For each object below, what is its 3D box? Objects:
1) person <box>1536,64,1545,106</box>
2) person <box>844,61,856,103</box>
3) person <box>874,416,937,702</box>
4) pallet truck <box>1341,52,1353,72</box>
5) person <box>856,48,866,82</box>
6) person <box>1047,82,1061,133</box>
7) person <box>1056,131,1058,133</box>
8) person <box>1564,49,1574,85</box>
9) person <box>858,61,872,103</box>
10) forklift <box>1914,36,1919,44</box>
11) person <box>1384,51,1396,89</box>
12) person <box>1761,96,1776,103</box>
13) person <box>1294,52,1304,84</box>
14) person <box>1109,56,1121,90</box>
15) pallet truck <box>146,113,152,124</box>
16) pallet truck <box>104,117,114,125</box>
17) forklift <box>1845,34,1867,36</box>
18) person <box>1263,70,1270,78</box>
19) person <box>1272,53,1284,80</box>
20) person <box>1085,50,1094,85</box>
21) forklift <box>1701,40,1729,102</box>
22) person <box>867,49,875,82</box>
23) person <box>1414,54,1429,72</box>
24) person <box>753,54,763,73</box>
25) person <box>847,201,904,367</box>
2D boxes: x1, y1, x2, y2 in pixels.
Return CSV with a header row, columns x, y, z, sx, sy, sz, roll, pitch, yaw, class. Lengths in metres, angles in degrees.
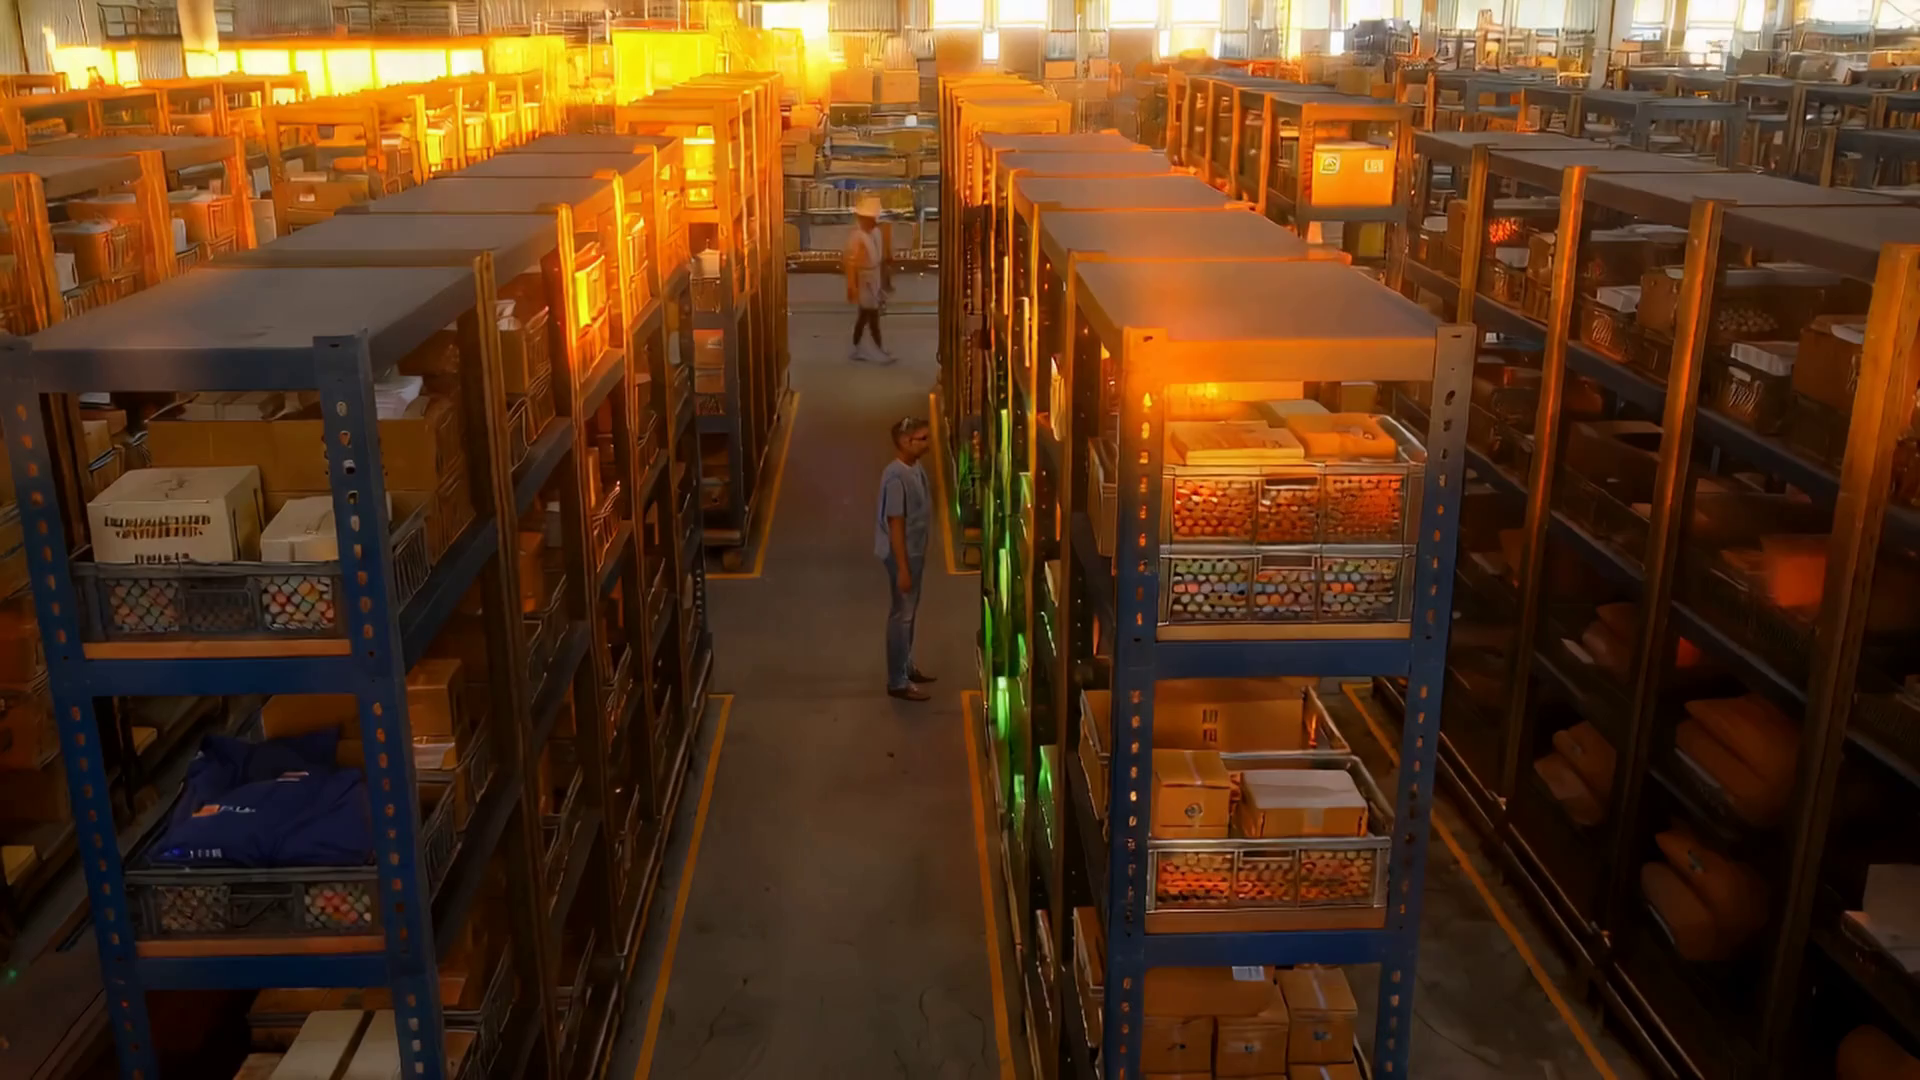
x,y,z,sx,sy,sz,roll,pitch,yaw,class
24.098,-18.861,69.273,0.512,1.859,0.321,-10,20,-28,person
-4.734,-19.640,71.620,0.559,1.903,0.959,-10,21,-29,person
-0.350,0.105,10.594,0.380,1.845,0.570,2,18,7,person
18.794,-23.123,82.231,0.823,1.965,1.885,-13,22,-35,pallet truck
-5.520,-26.739,93.654,0.939,1.864,0.612,-9,20,-27,person
2.827,-13.024,50.992,0.615,1.988,0.400,-8,20,-24,person
2.025,-8.278,36.913,0.536,1.608,0.389,-2,18,-6,person
33.033,-25.721,90.407,0.421,1.910,0.594,-9,20,-27,person
-4.102,-19.783,72.114,0.614,1.857,1.020,-2,18,-6,person
50.112,-25.109,86.965,1.129,2.768,1.873,-7,19,-21,forklift
22.189,-24.294,86.008,0.631,1.901,0.667,-5,19,-15,person
31.220,-17.136,64.308,0.622,1.619,0.526,-6,19,-19,person
17.102,-23.582,83.782,0.588,1.922,0.395,-9,20,-27,person
7.314,-21.904,78.662,0.574,1.877,0.354,-5,19,-16,person
-18.087,-8.309,36.390,1.885,1.965,0.823,-1,18,-4,pallet truck
-18.367,-7.885,35.078,1.885,1.965,0.823,1,18,2,pallet truck
44.081,-23.568,82.196,1.129,2.768,1.873,-1,18,-2,forklift
11.547,-16.599,62.212,0.505,1.889,0.575,-12,22,-33,person
15.589,-22.821,81.404,0.518,1.925,0.639,-14,23,-38,person
7.043,-25.505,89.840,0.580,1.850,0.503,8,19,22,person
30.988,-19.149,68.519,1.129,2.768,1.873,-1,18,-2,forklift
-4.980,-26.520,93.044,0.528,1.836,0.679,9,20,25,person
21.442,-21.565,77.341,0.685,2.000,0.535,7,19,20,person
-10.342,-23.947,85.046,0.533,1.833,0.603,-5,19,-14,person
-1.012,-3.129,20.359,0.976,2.003,0.613,10,20,28,person
